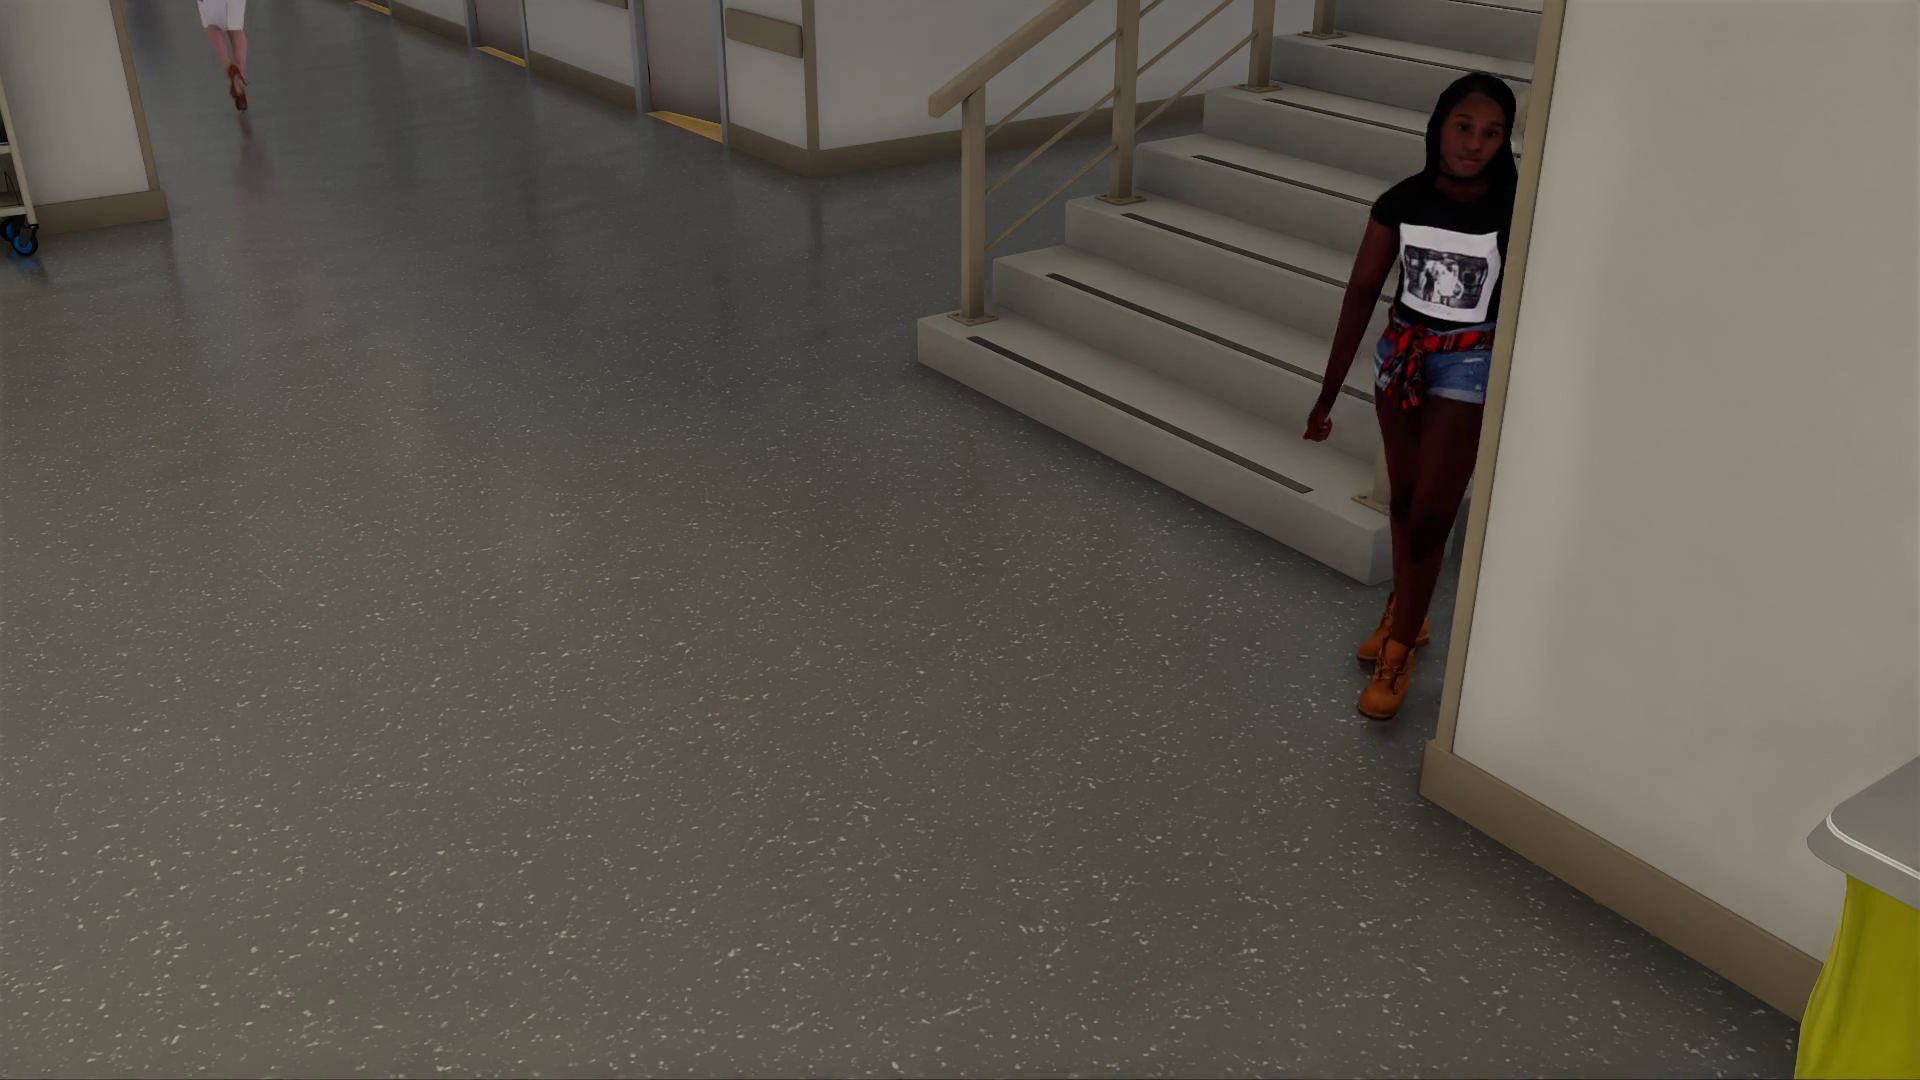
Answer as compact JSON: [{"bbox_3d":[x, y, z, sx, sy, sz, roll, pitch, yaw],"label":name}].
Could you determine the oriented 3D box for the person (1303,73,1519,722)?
[{"bbox_3d":[1.336,-0.402,4.519,0.757,1.702,0.899,22,33,38],"label":"person"}]

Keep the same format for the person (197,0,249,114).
[{"bbox_3d":[-5.163,-3.882,11.643,0.685,1.781,0.665,-14,29,-27],"label":"person"}]
